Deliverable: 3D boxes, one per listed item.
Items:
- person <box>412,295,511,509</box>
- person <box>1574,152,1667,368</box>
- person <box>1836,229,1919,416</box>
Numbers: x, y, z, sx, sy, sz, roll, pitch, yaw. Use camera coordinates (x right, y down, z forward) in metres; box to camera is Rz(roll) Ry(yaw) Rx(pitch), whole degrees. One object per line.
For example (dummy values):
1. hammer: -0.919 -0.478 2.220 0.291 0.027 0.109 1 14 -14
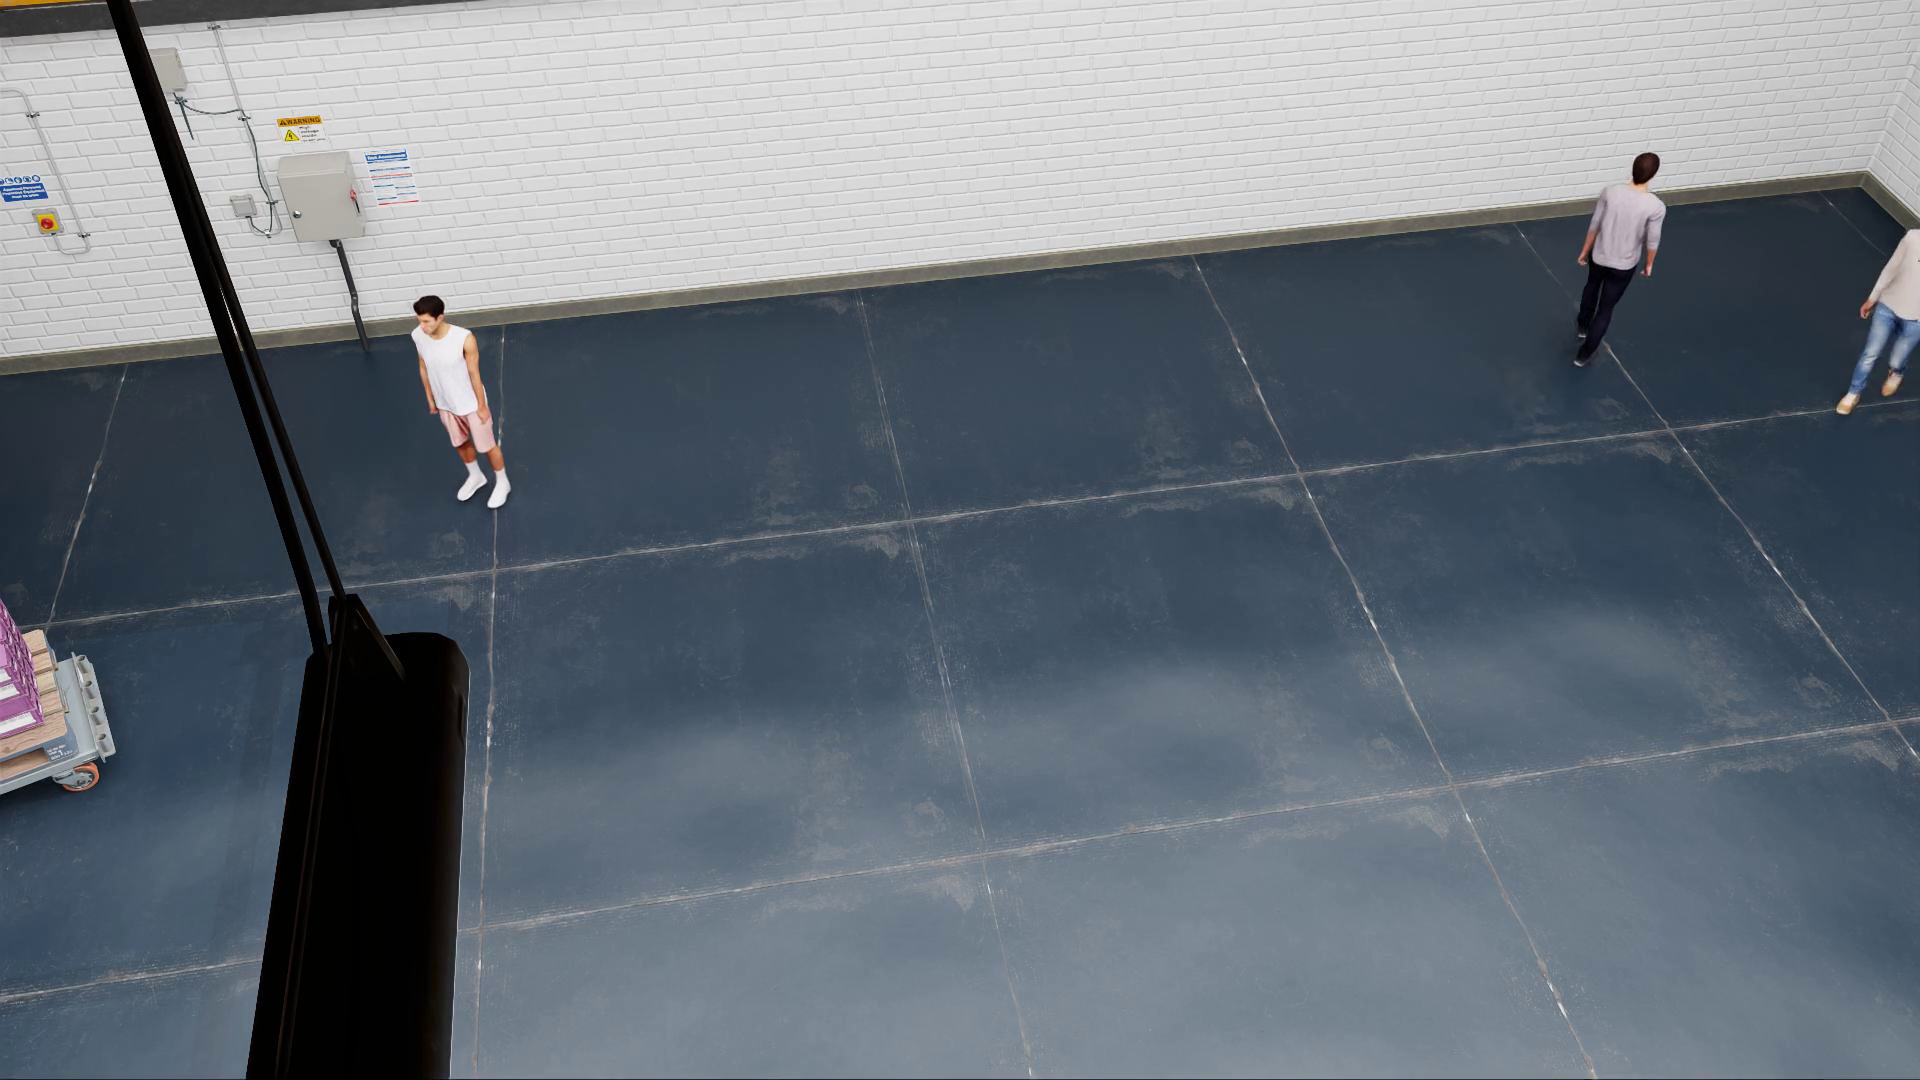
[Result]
1. person: -3.522 -1.011 11.783 0.740 1.778 0.738 12 45 12
2. person: 5.051 -2.145 12.941 0.963 1.822 1.012 29 51 27
3. person: 7.143 -1.769 12.502 0.999 1.882 0.955 -34 53 -30
